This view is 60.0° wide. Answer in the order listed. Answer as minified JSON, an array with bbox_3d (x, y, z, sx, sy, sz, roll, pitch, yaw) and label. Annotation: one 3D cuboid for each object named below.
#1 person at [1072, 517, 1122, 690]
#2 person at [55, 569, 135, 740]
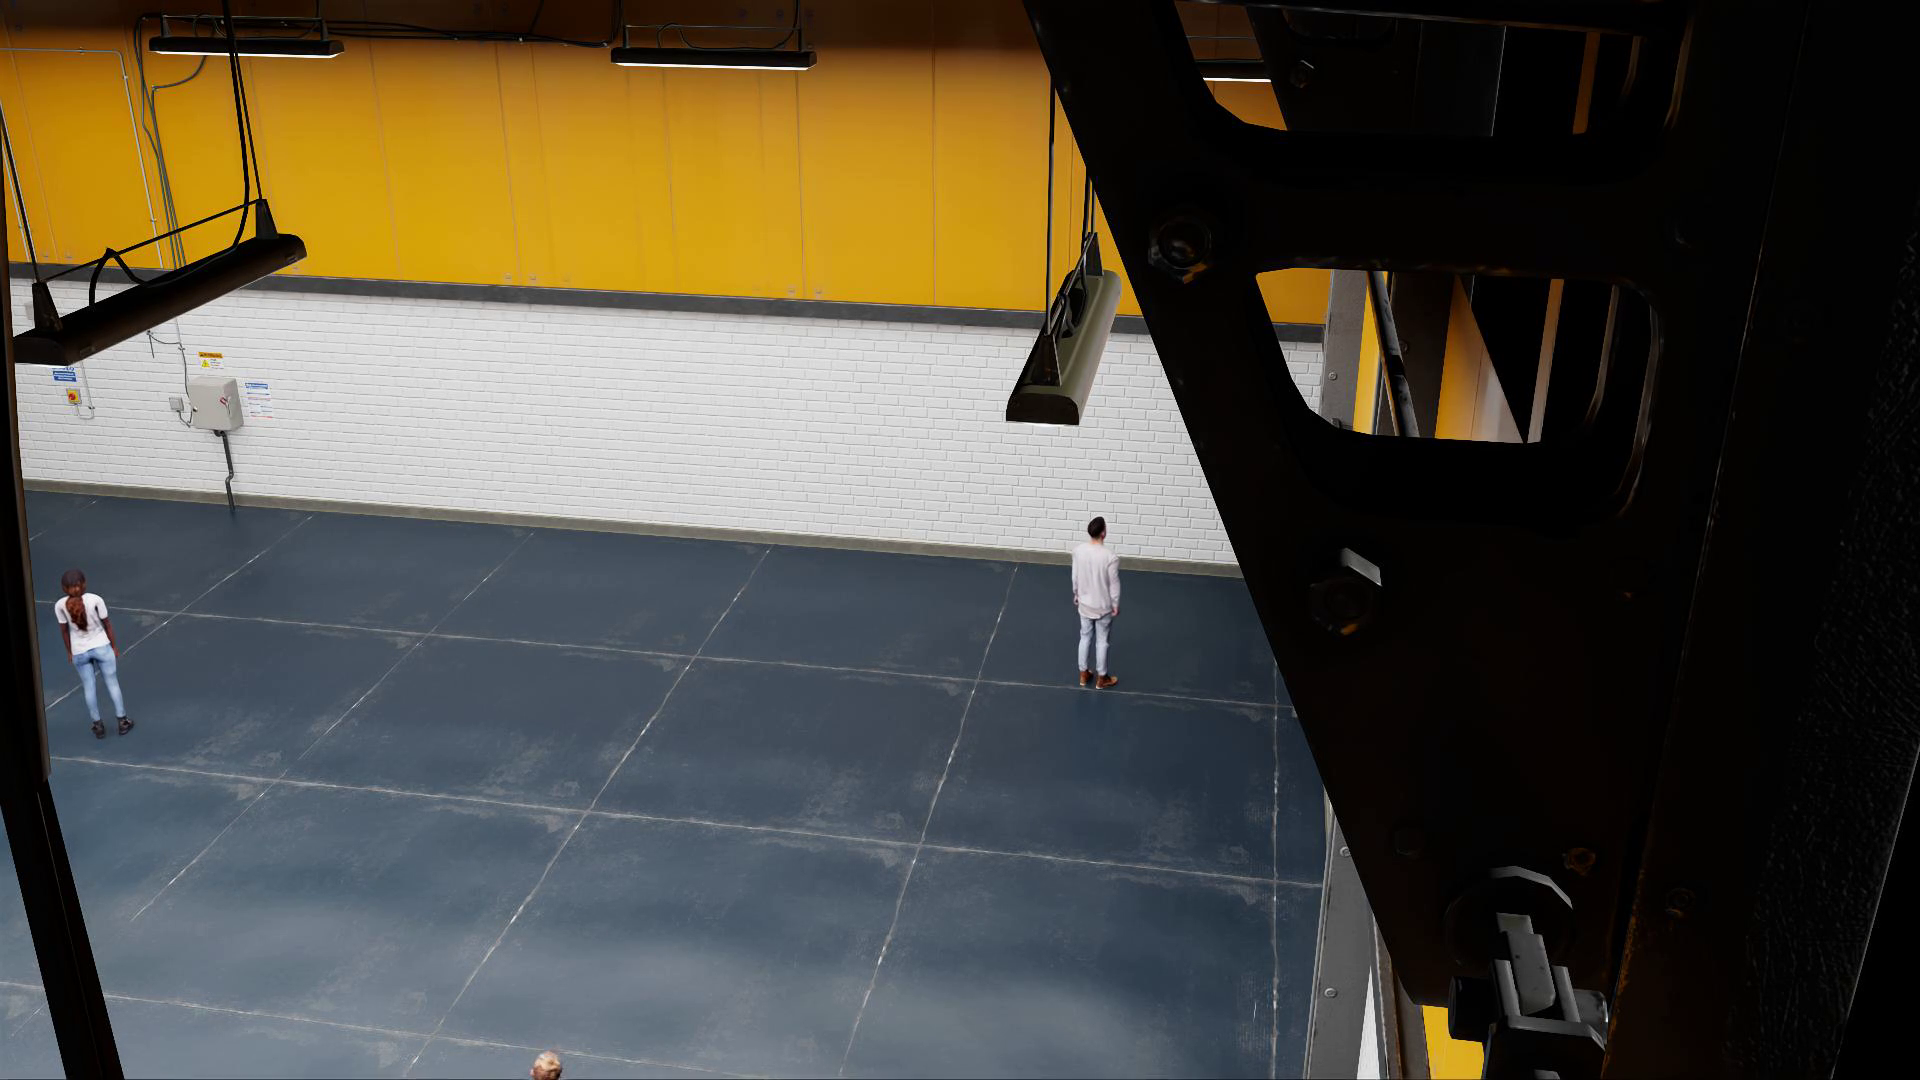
[{"bbox_3d":[1.355,0.609,16.531,0.762,1.841,0.722,15,28,31],"label":"person"},{"bbox_3d":[-8.175,1.054,15.665,0.670,1.719,0.680,-8,25,-18],"label":"person"}]
